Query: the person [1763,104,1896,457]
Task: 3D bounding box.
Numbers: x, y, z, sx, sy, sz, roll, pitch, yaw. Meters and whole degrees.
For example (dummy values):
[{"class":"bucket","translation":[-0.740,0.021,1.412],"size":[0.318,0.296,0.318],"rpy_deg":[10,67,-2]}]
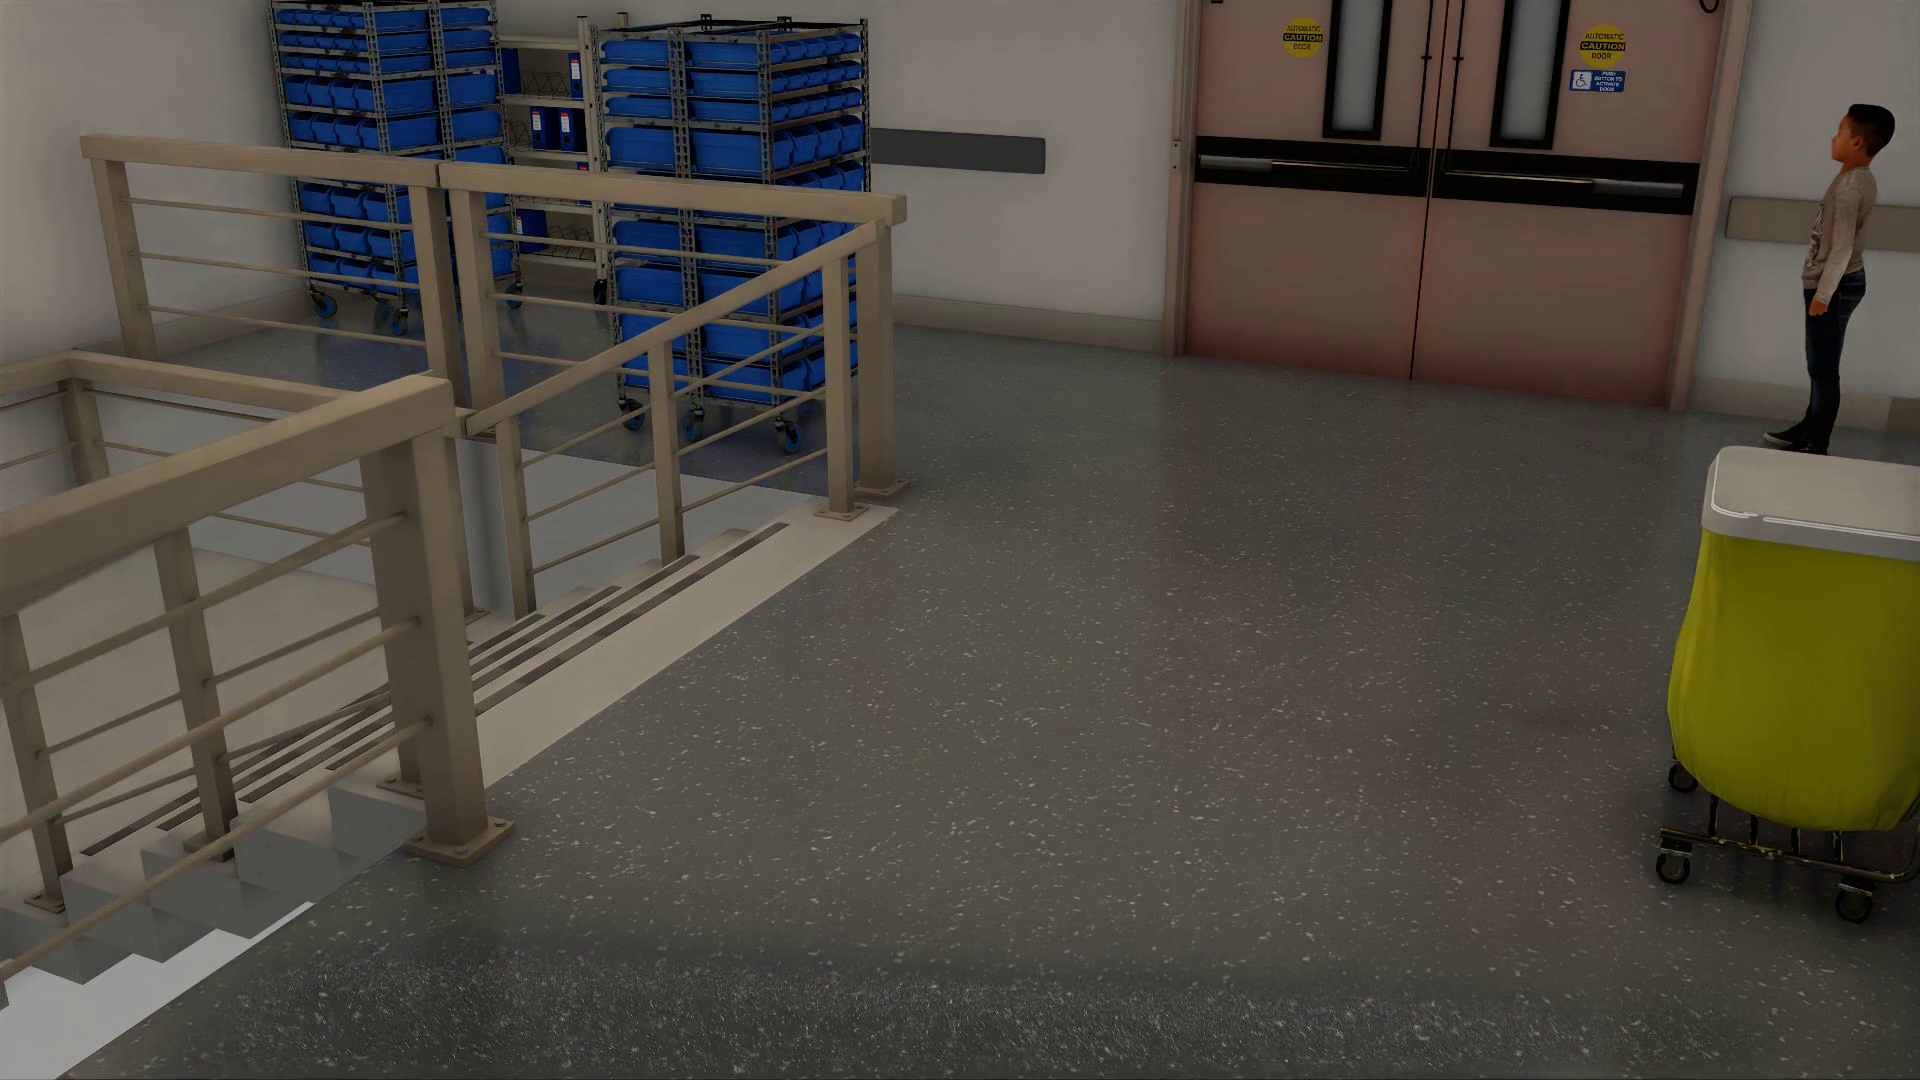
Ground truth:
[{"class":"person","translation":[3.590,-1.038,6.831],"size":[0.498,1.464,0.562],"rpy_deg":[10,23,25]}]
